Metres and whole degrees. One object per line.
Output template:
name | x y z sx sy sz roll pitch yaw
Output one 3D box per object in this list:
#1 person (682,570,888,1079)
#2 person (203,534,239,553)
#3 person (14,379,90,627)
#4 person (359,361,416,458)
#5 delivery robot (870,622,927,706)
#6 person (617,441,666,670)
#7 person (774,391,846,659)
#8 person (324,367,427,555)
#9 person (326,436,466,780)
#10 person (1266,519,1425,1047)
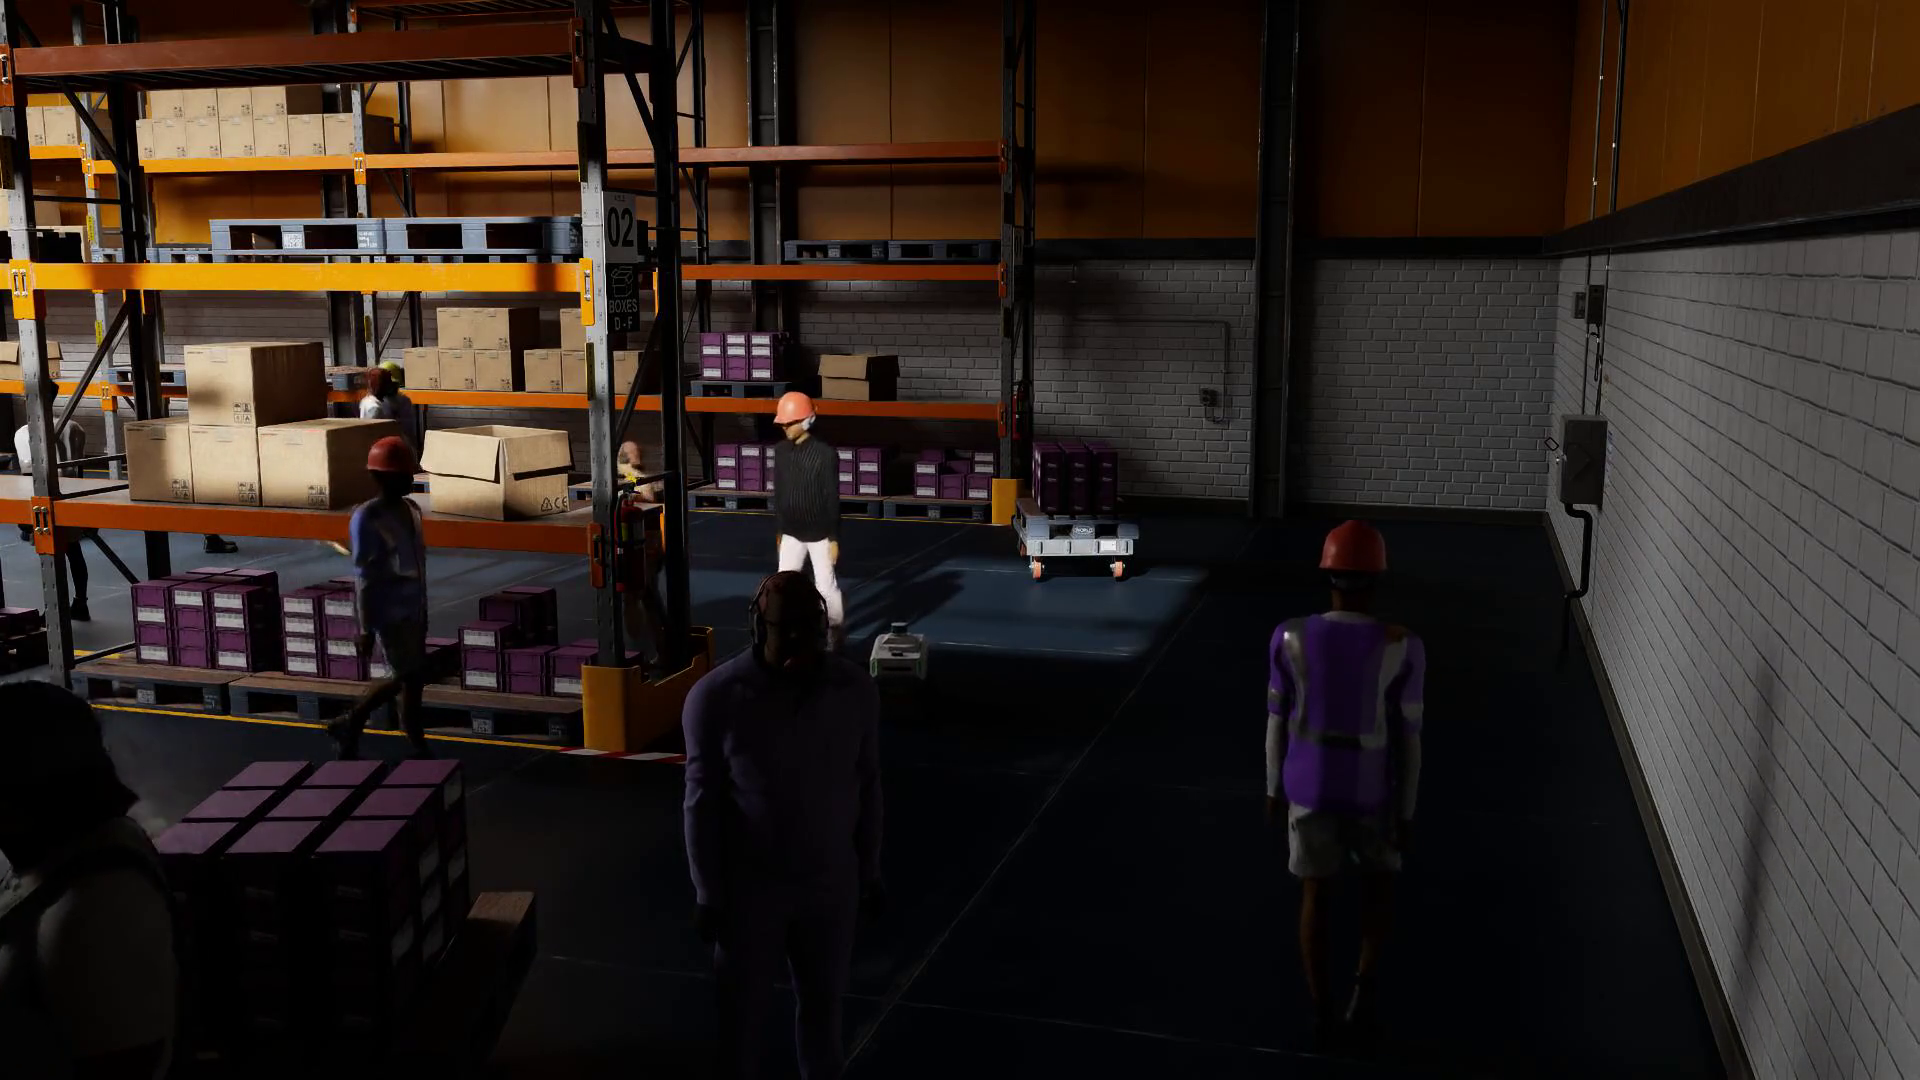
person | -0.515 1.033 5.086 0.639 1.910 0.402 -4 10 -23
person | -7.360 -0.834 16.408 0.374 1.928 0.543 -4 10 -24
person | -7.116 -0.300 13.031 0.367 1.966 0.607 3 10 15
person | -5.905 -0.905 17.011 0.943 1.877 0.621 5 11 30
delivery robot | -0.386 0.765 10.545 0.477 0.478 0.707 0 9 1
person | -2.251 0.121 11.578 0.537 1.603 0.584 -4 10 -21
person | -1.087 -0.057 11.557 0.647 1.978 0.558 7 12 37
person | -5.759 -0.755 16.197 0.896 1.859 0.585 -5 10 -27
person | -3.137 0.379 9.074 0.831 1.915 0.548 2 10 14
person | 1.367 0.881 5.975 0.547 1.925 0.395 3 10 16
